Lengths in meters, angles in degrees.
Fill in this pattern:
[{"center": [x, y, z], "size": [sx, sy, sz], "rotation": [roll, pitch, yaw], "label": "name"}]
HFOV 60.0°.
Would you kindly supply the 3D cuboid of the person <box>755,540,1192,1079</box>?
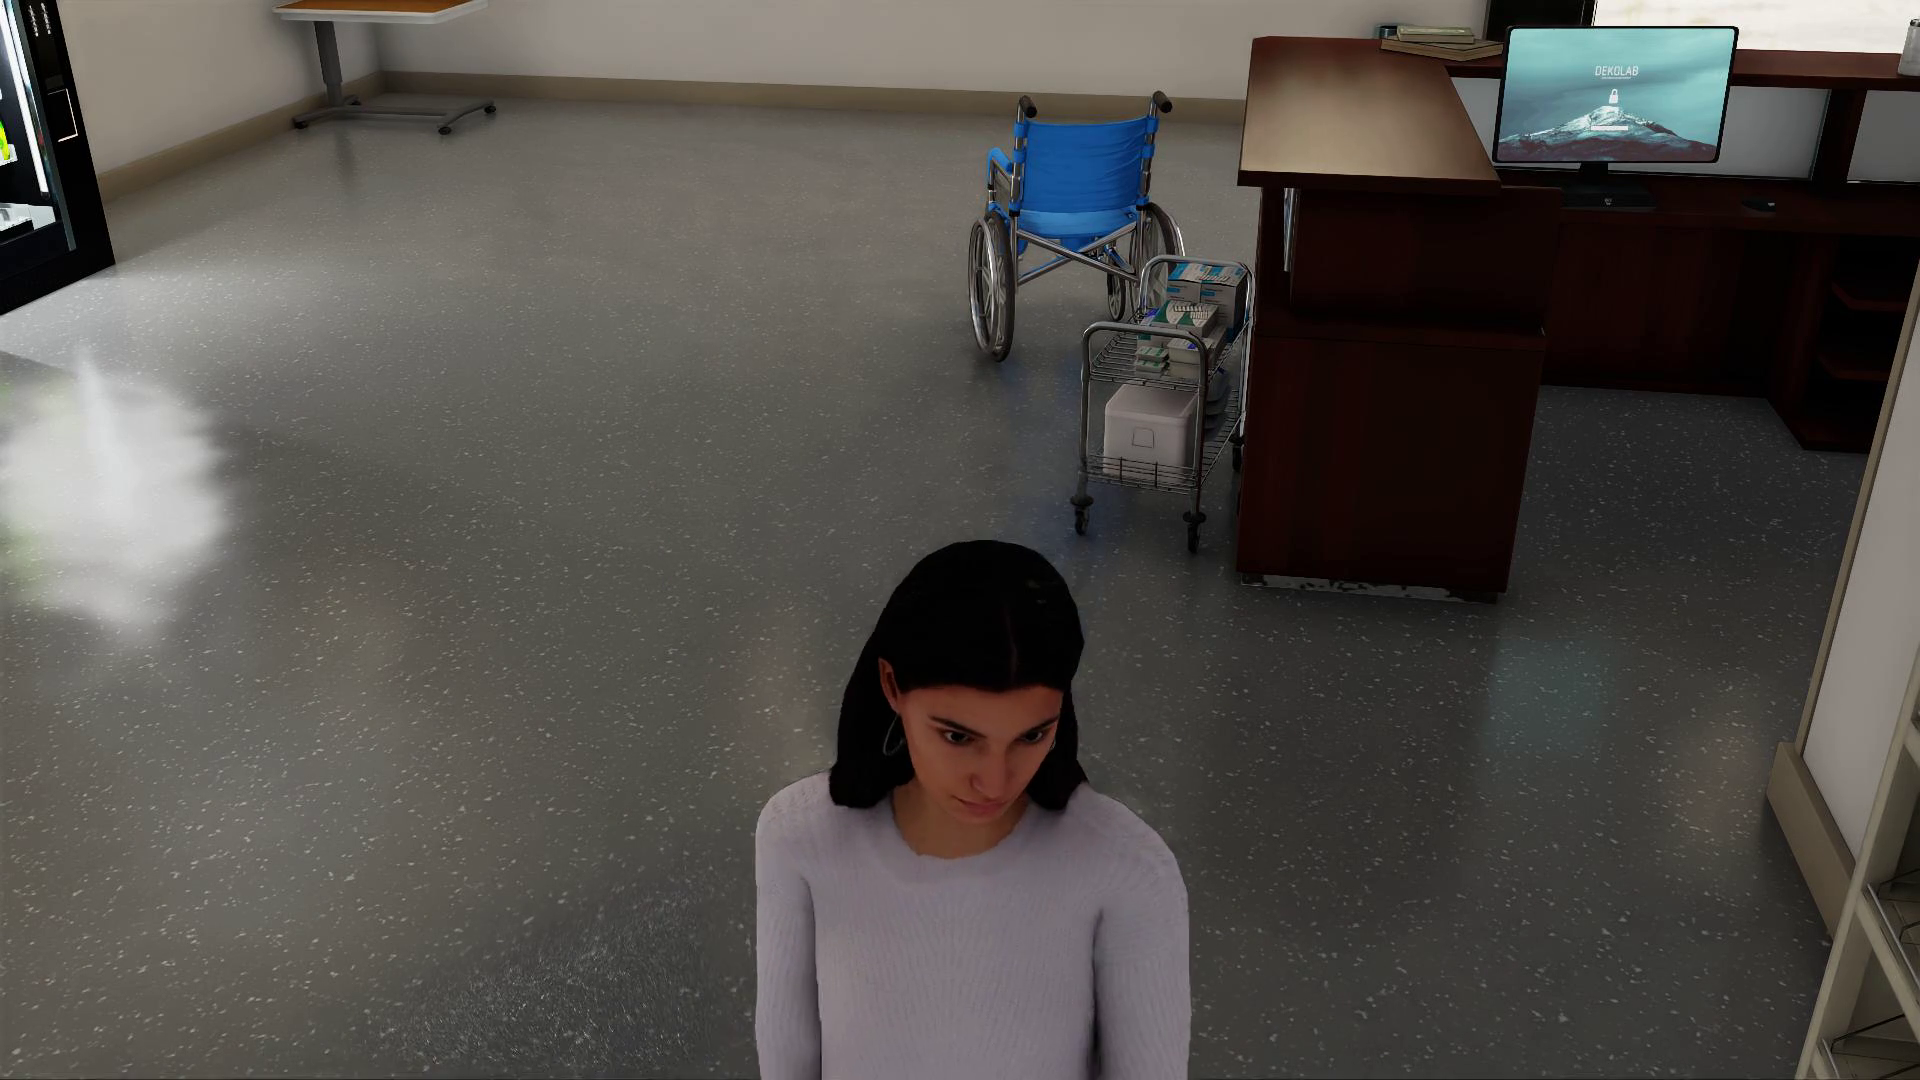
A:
[{"center": [0.034, 0.764, 1.931], "size": [0.613, 1.790, 0.598], "rotation": [4, 26, 8], "label": "person"}]
